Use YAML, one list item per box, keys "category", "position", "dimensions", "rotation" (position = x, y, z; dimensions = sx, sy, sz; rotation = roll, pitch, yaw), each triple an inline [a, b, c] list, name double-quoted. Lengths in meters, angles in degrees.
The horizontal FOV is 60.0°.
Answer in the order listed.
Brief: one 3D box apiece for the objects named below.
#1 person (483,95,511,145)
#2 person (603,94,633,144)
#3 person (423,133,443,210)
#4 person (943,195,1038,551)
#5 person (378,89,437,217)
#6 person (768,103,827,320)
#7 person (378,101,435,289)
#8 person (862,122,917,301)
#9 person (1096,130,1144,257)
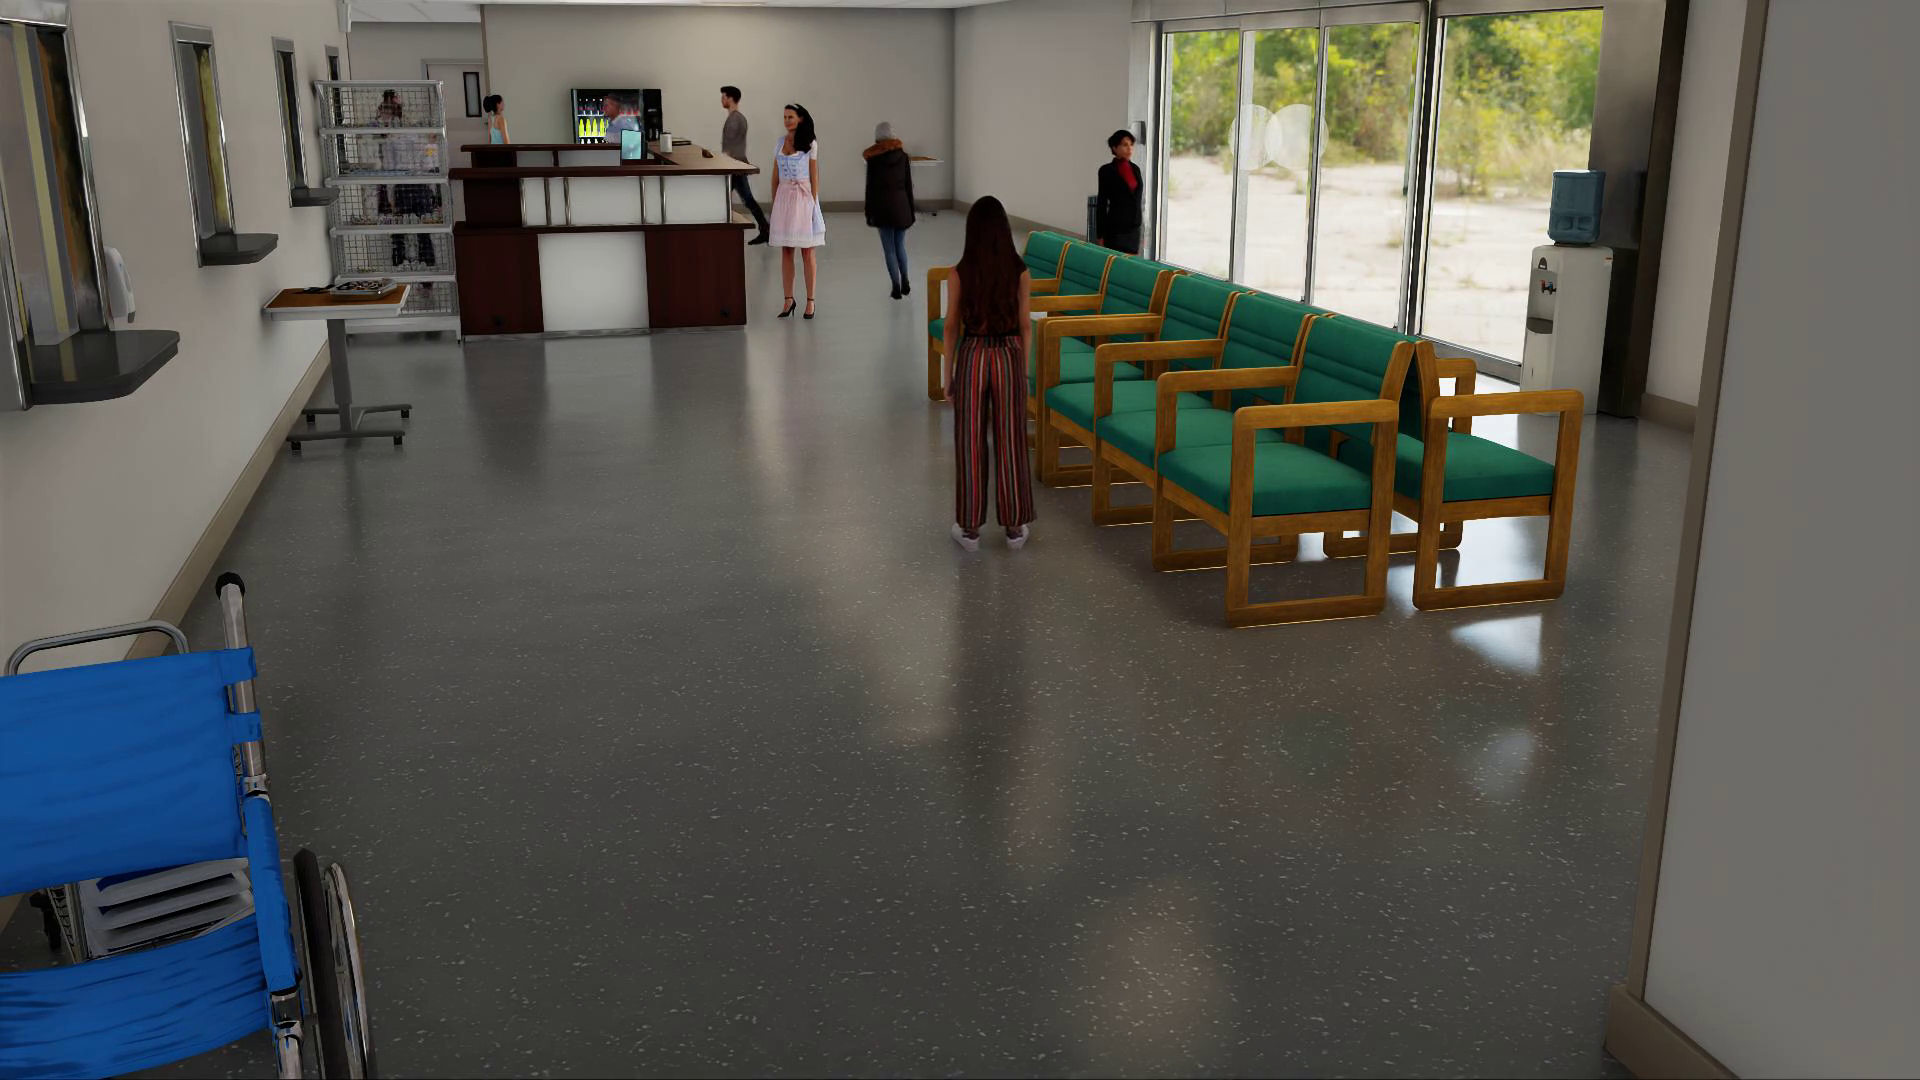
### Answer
- category: "person"
  position: [-6.431, -5.334, 23.306]
  dimensions: [0.699, 1.765, 0.727]
  rotation: [14, 21, 41]
- category: "person"
  position: [-3.921, -4.354, 19.786]
  dimensions: [1.244, 1.788, 0.914]
  rotation: [-10, 19, -31]
- category: "person"
  position: [-8.163, -5.808, 25.897]
  dimensions: [0.556, 1.271, 0.636]
  rotation: [3, 16, 11]
- category: "person"
  position: [0.137, -0.747, 7.418]
  dimensions: [0.534, 1.558, 0.686]
  rotation: [0, 16, -1]
- category: "person"
  position: [-7.850, -5.223, 22.833]
  dimensions: [1.197, 1.807, 0.960]
  rotation: [-10, 19, -32]
- category: "person"
  position: [-1.407, -2.820, 14.292]
  dimensions: [0.841, 1.818, 0.911]
  rotation: [5, 17, 18]
- category: "person"
  position: [-5.365, -3.348, 16.236]
  dimensions: [1.126, 1.780, 1.061]
  rotation: [-12, 20, -37]
- category: "person"
  position: [-0.618, -3.033, 15.408]
  dimensions: [0.568, 1.621, 0.742]
  rotation: [-5, 17, -18]
- category: "person"
  position: [1.249, -2.381, 13.064]
  dimensions: [0.635, 1.639, 0.704]
  rotation: [-9, 18, -29]
